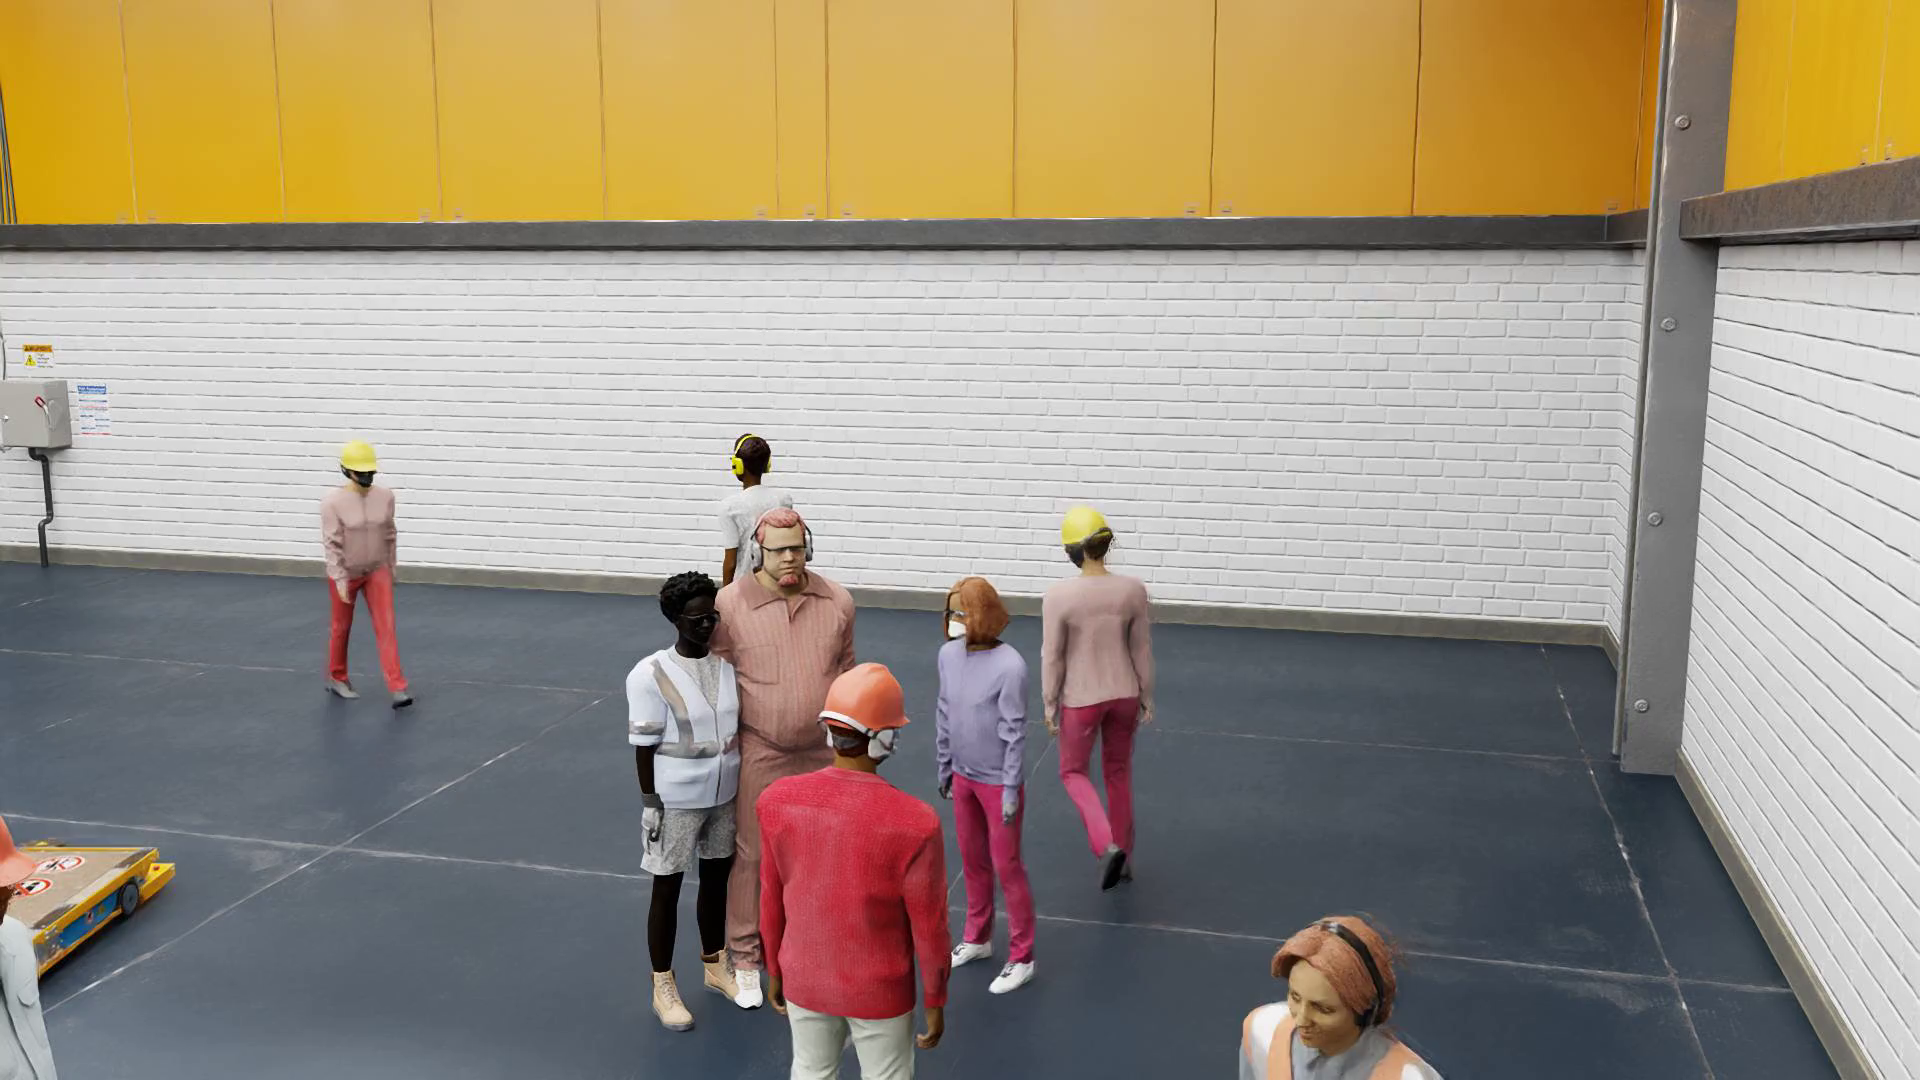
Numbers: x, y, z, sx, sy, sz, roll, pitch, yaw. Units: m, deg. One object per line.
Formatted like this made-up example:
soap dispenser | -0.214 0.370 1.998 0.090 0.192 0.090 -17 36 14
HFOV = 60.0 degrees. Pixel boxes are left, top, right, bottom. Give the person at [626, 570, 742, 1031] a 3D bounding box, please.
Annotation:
person | -0.987 0.949 6.199 0.318 1.697 0.535 9 13 42

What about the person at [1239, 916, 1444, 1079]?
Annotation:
person | 0.838 1.467 3.368 0.630 1.611 0.528 -8 12 -38

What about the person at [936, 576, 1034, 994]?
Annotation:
person | 0.087 0.939 6.491 0.331 1.621 0.503 -8 13 -41

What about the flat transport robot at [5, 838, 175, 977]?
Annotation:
flat transport robot | -3.887 1.553 6.833 0.652 0.197 1.431 0 10 0

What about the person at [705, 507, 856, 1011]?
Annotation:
person | -0.662 0.819 6.347 0.654 1.906 0.407 -5 11 -27

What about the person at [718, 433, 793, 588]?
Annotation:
person | -1.152 0.337 9.291 0.328 1.872 0.513 9 13 42

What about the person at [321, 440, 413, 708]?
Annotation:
person | -3.756 0.214 10.463 0.889 1.710 0.529 9 13 43

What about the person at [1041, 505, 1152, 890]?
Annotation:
person | 0.641 0.720 7.413 0.549 1.743 0.568 -3 10 -18

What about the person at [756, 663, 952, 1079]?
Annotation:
person | -0.283 1.197 4.616 0.576 1.737 0.354 4 10 22

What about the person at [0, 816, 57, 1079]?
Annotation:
person | -2.048 1.379 3.497 0.326 1.752 0.563 -1 10 -4
